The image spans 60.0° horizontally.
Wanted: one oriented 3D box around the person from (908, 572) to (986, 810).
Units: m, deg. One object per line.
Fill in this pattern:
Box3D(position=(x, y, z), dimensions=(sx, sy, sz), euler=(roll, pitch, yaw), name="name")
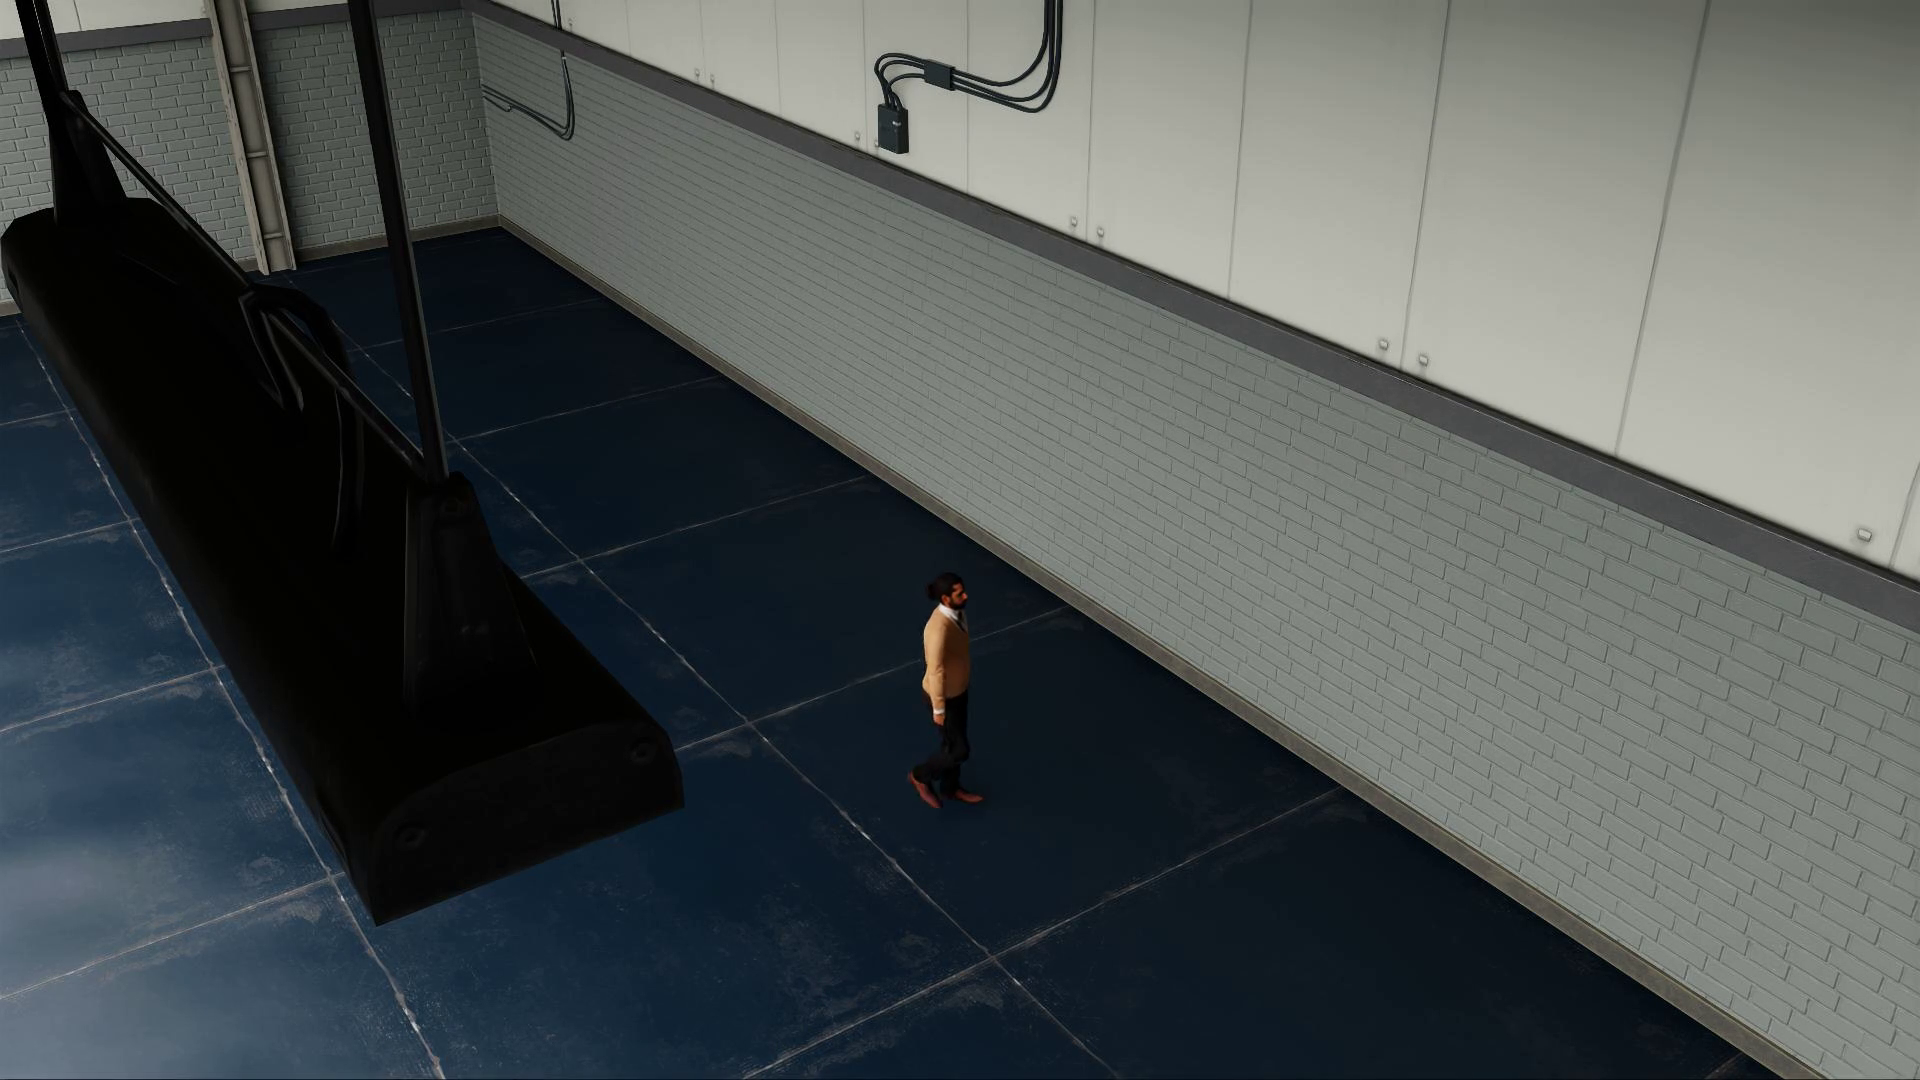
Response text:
Box3D(position=(-0.147, 0.988, 10.821), dimensions=(0.919, 1.749, 0.858), euler=(7, 29, 13), name="person")
